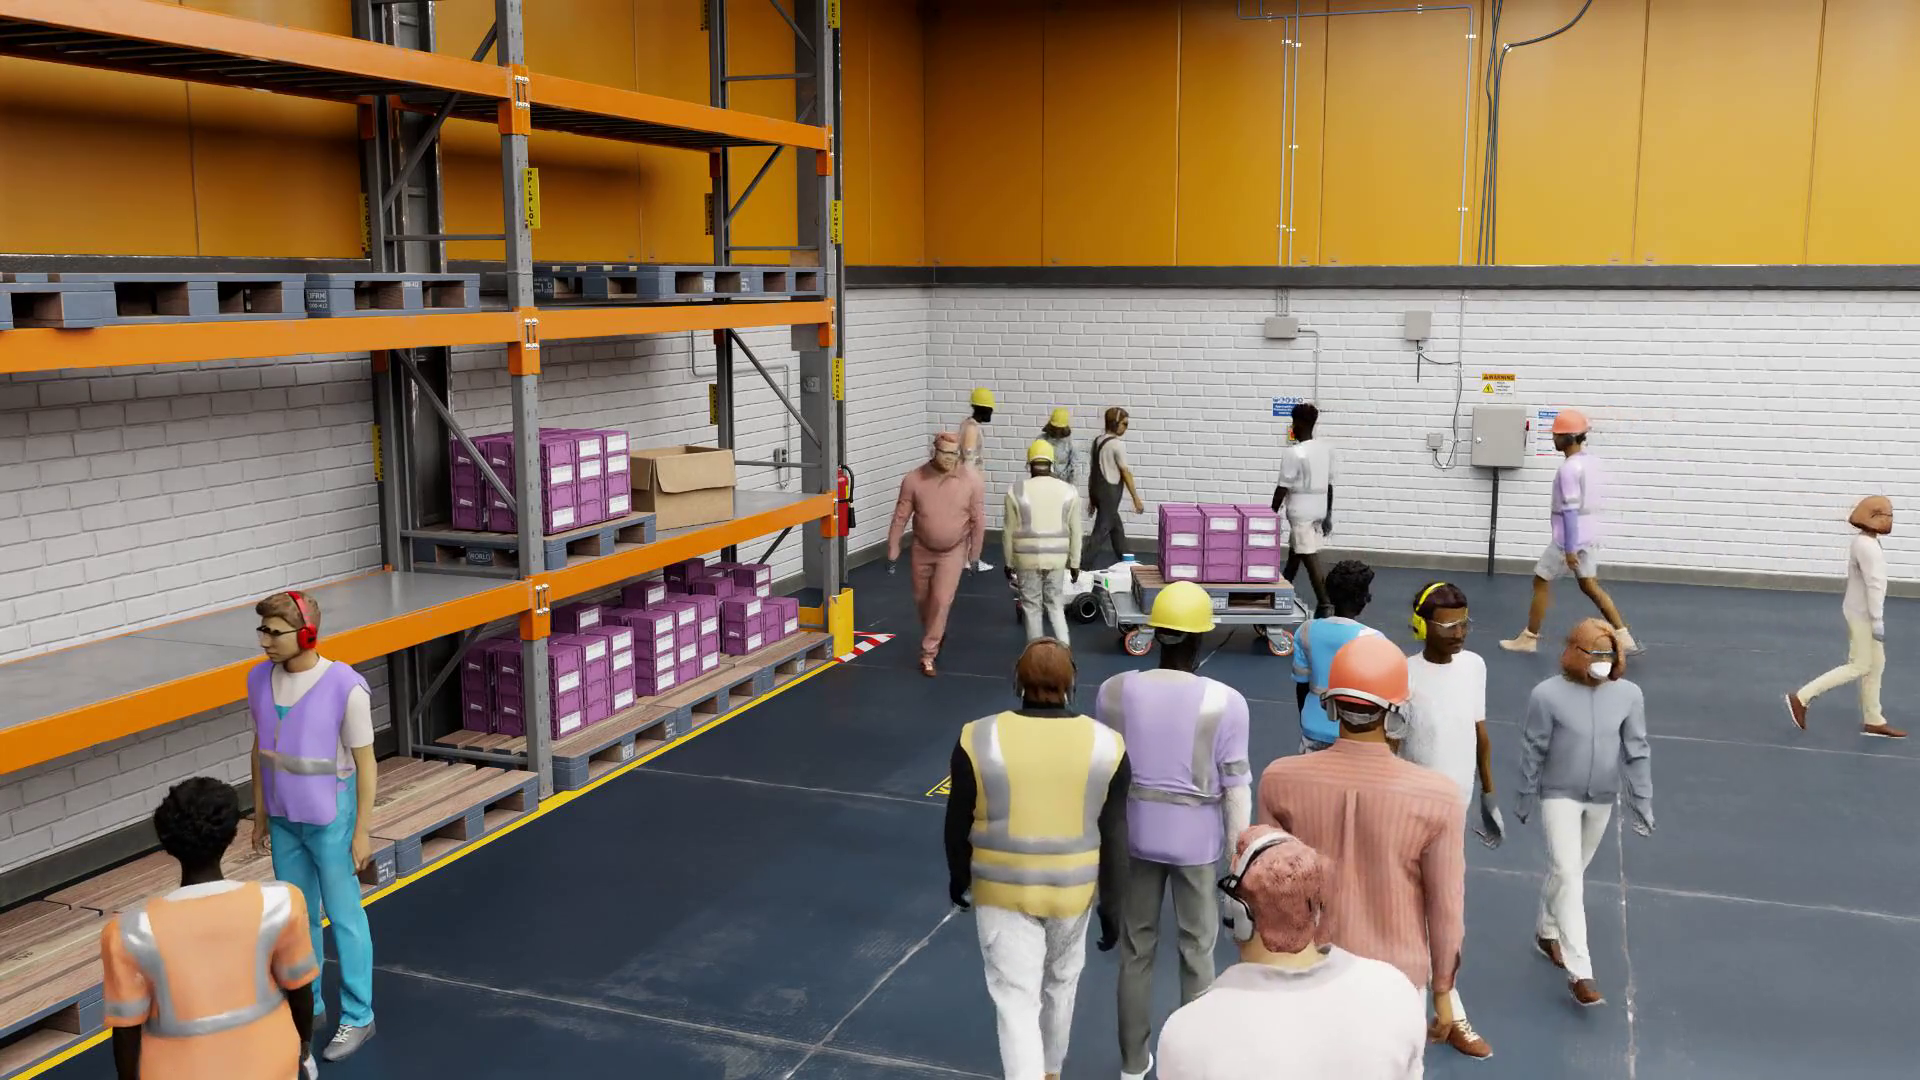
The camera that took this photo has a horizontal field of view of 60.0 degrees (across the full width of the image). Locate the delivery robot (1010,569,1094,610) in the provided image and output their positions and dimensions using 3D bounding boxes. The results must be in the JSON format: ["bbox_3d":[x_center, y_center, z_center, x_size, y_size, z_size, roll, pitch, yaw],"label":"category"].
[{"bbox_3d":[0.801,0.403,14.542,0.707,0.478,0.477,-4,10,-22],"label":"delivery robot"}]

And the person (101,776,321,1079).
[{"bbox_3d":[-2.022,1.474,4.553,0.541,1.696,0.317,-5,10,-29],"label":"person"}]

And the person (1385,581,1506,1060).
[{"bbox_3d":[1.885,1.054,6.710,0.517,1.846,0.843,-5,10,-30],"label":"person"}]

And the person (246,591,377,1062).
[{"bbox_3d":[-2.509,1.093,6.479,0.569,1.839,0.374,4,10,22],"label":"person"}]

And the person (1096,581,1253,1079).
[{"bbox_3d":[0.787,1.104,6.141,0.594,1.924,0.382,4,10,25],"label":"person"}]

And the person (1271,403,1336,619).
[{"bbox_3d":[2.931,-0.236,14.565,0.631,1.913,0.988,-8,12,-42],"label":"person"}]

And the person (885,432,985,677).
[{"bbox_3d":[-0.179,0.077,12.833,0.756,1.862,0.776,0,9,3],"label":"person"}]

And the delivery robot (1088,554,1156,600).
[{"bbox_3d":[1.496,0.367,14.770,0.707,0.478,0.477,-5,10,-29],"label":"delivery robot"}]

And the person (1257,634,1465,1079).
[{"bbox_3d":[1.171,1.263,4.924,0.612,1.995,0.392,4,10,23],"label":"person"}]

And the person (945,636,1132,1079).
[{"bbox_3d":[0.268,1.225,5.818,0.623,1.799,0.945,-1,9,-8],"label":"person"}]

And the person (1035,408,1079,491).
[{"bbox_3d":[0.983,-0.513,17.005,0.515,1.689,0.565,4,10,21],"label":"person"}]

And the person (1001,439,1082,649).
[{"bbox_3d":[0.615,0.148,12.525,0.589,1.810,0.475,-2,9,-14],"label":"person"}]

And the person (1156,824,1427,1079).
[{"bbox_3d":[0.716,1.543,3.586,0.641,1.868,0.951,-2,9,-15],"label":"person"}]

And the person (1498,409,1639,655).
[{"bbox_3d":[4.870,-0.035,13.105,1.034,2.003,0.614,7,12,38],"label":"person"}]

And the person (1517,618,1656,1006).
[{"bbox_3d":[2.661,1.128,6.999,0.502,1.589,0.842,-1,9,-8],"label":"person"}]

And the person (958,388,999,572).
[{"bbox_3d":[0.120,-0.609,17.021,0.565,1.889,0.586,0,9,2],"label":"person"}]

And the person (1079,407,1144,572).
[{"bbox_3d":[1.478,-0.380,15.936,0.973,1.781,0.495,-3,10,-20],"label":"person"}]

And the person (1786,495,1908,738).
[{"bbox_3d":[5.867,0.498,10.899,0.682,1.612,0.503,4,10,25],"label":"person"}]

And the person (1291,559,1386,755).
[{"bbox_3d":[1.825,0.934,7.944,0.320,1.692,0.531,-8,12,-43],"label":"person"}]
